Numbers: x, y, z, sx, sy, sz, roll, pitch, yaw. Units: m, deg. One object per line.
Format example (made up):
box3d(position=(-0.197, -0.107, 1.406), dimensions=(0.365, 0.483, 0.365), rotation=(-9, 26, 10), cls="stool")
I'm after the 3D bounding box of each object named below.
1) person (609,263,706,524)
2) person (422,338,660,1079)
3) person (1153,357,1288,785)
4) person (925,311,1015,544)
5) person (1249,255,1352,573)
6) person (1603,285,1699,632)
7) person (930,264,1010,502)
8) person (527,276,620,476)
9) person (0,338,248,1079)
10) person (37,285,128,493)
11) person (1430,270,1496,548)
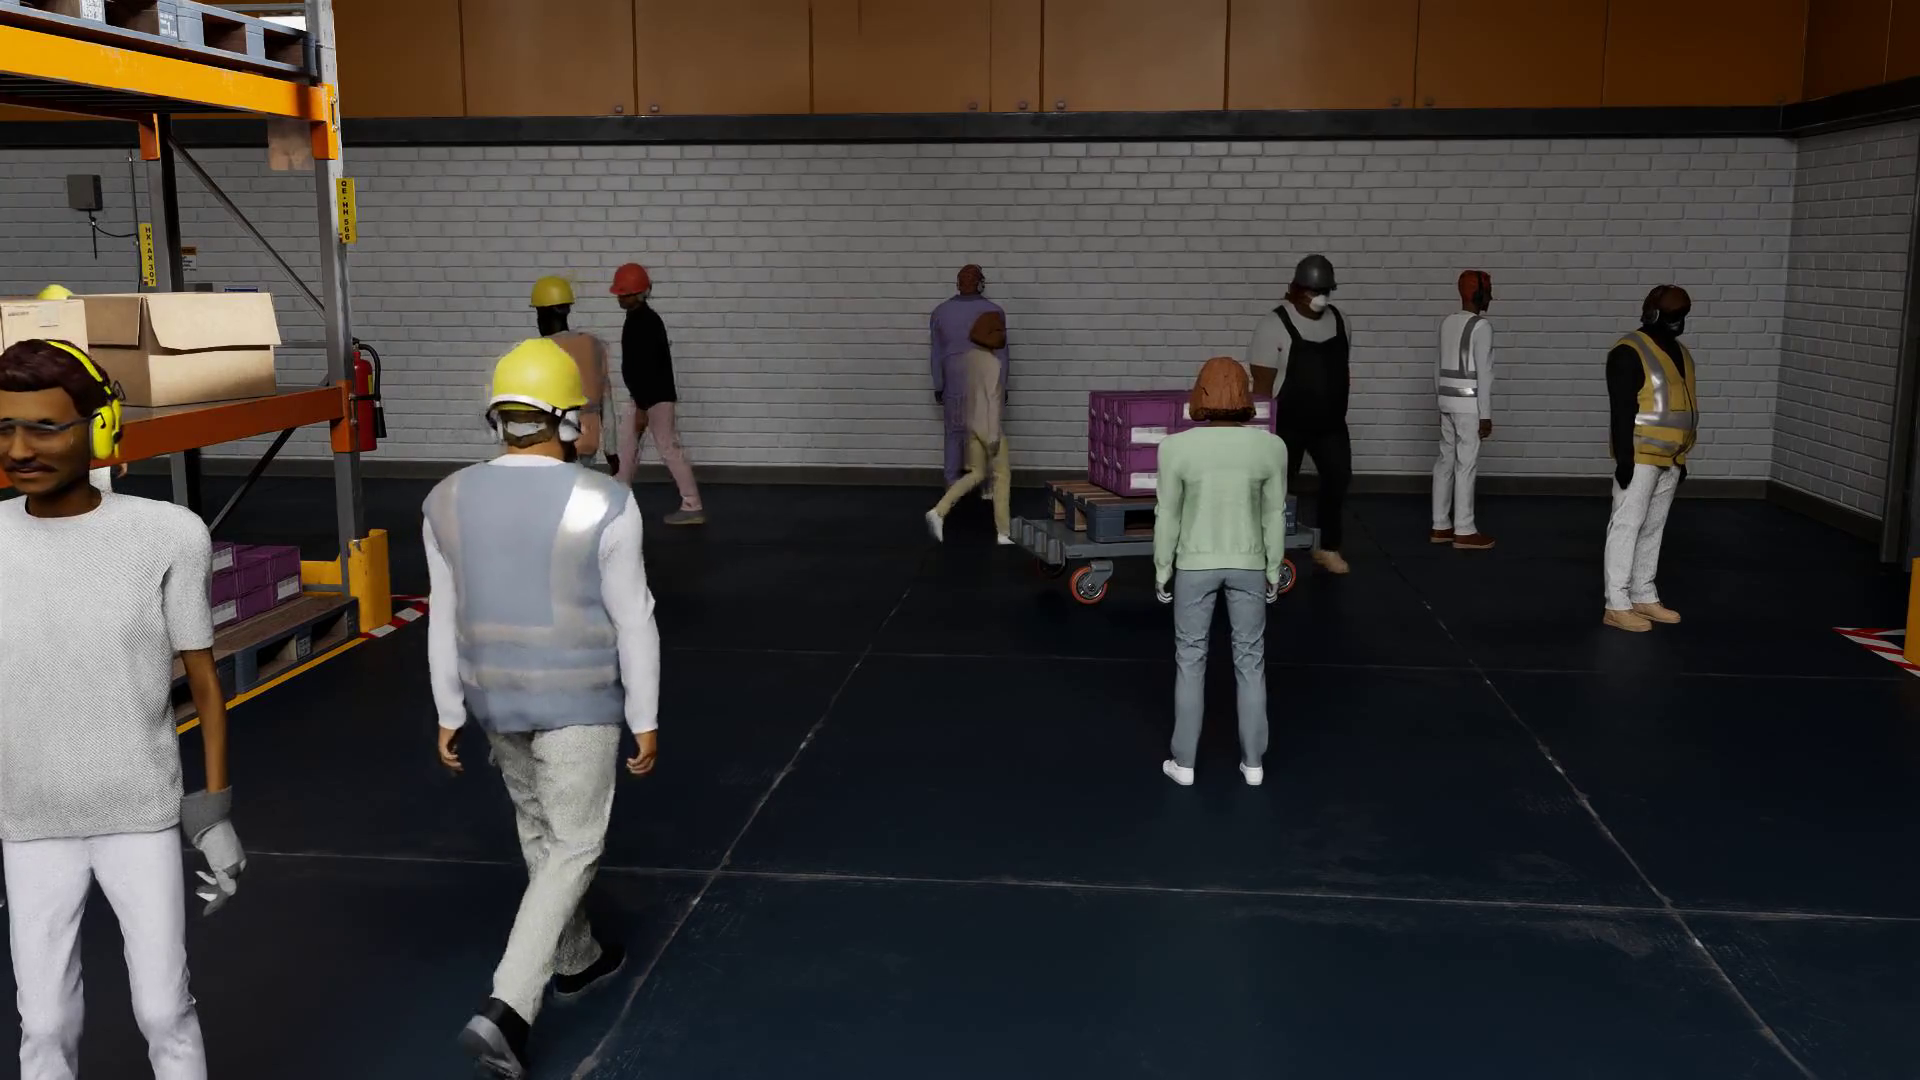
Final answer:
box3d(position=(-2.315, -1.022, 12.005), dimensions=(0.998, 1.918, 0.677), rotation=(-6, 11, -29), cls="person")
box3d(position=(-1.063, 0.407, 4.162), dimensions=(0.606, 1.810, 0.825), rotation=(3, 10, 16), cls="person")
box3d(position=(0.981, 0.124, 6.301), dimensions=(0.497, 1.626, 0.287), rotation=(0, 10, 0), cls="person")
box3d(position=(0.130, -0.748, 11.325), dimensions=(0.675, 1.611, 0.503), rotation=(-4, 11, -24), cls="person")
box3d(position=(2.134, -0.791, 10.340), dimensions=(0.710, 2.000, 0.682), rotation=(-3, 10, -19), cls="person")
box3d(position=(3.710, -0.439, 8.915), dimensions=(0.621, 1.837, 0.429), rotation=(-8, 13, -38), cls="person")
box3d(position=(0.092, -1.253, 13.372), dimensions=(0.647, 1.908, 0.409), rotation=(3, 10, 15), cls="person")
box3d(position=(-2.271, -0.551, 9.447), dimensions=(1.004, 1.869, 0.622), rotation=(6, 11, 30), cls="person")
box3d(position=(-1.652, 0.550, 3.167), dimensions=(0.535, 1.864, 0.309), rotation=(-3, 10, -16), cls="person")
box3d(position=(-5.010, -0.513, 9.354), dimensions=(0.600, 1.827, 0.404), rotation=(-5, 11, -26), cls="person")
box3d(position=(3.441, -0.886, 11.341), dimensions=(0.354, 1.881, 0.576), rotation=(-3, 10, -16), cls="person")
